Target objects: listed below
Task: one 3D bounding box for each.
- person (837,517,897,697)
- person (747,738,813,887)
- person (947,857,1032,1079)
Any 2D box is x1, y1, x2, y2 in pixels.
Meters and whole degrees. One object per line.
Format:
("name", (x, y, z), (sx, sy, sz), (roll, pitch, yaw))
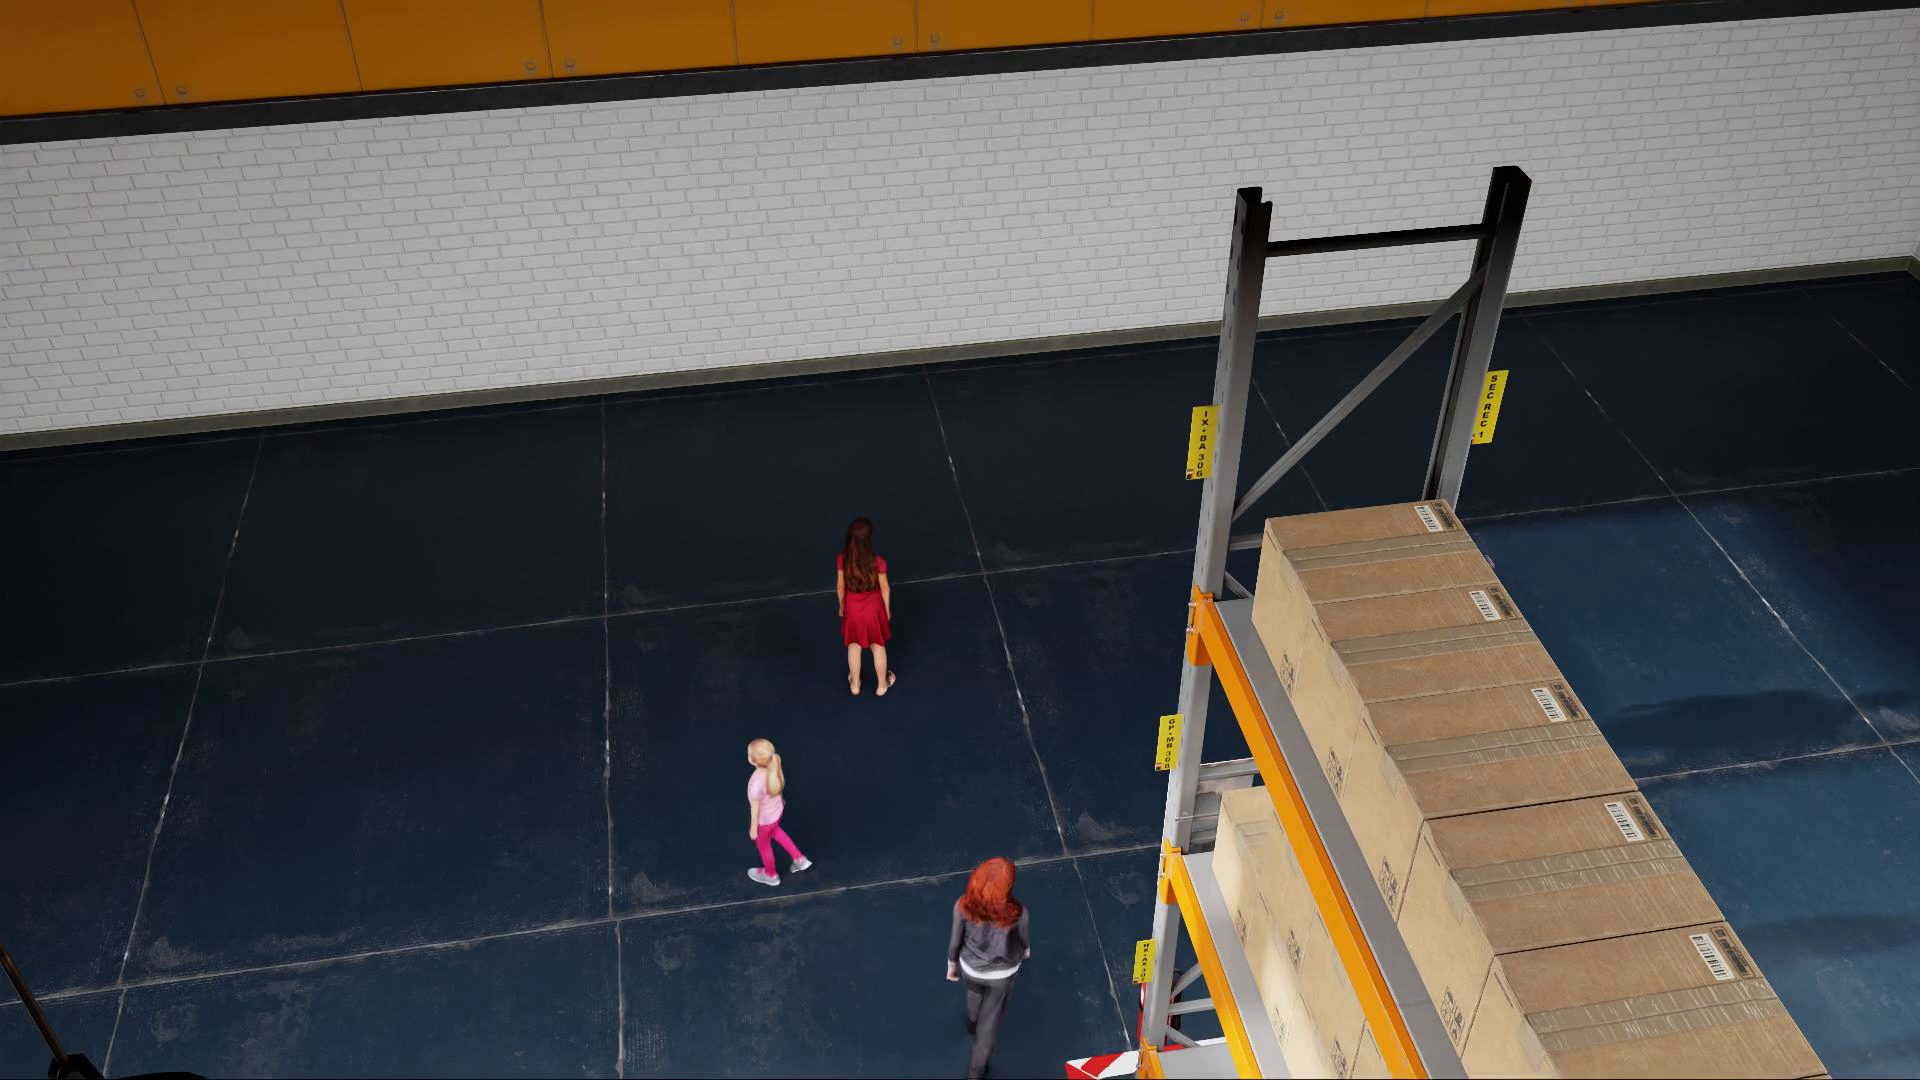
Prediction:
("person", (-0.685, 0.483, 11.851), (0.629, 1.553, 0.684), (5, 39, 6))
("person", (-1.167, 1.739, 10.512), (0.704, 1.261, 0.682), (13, 40, 15))
("person", (0.147, 2.473, 9.207), (0.805, 1.744, 0.953), (10, 40, 12))
